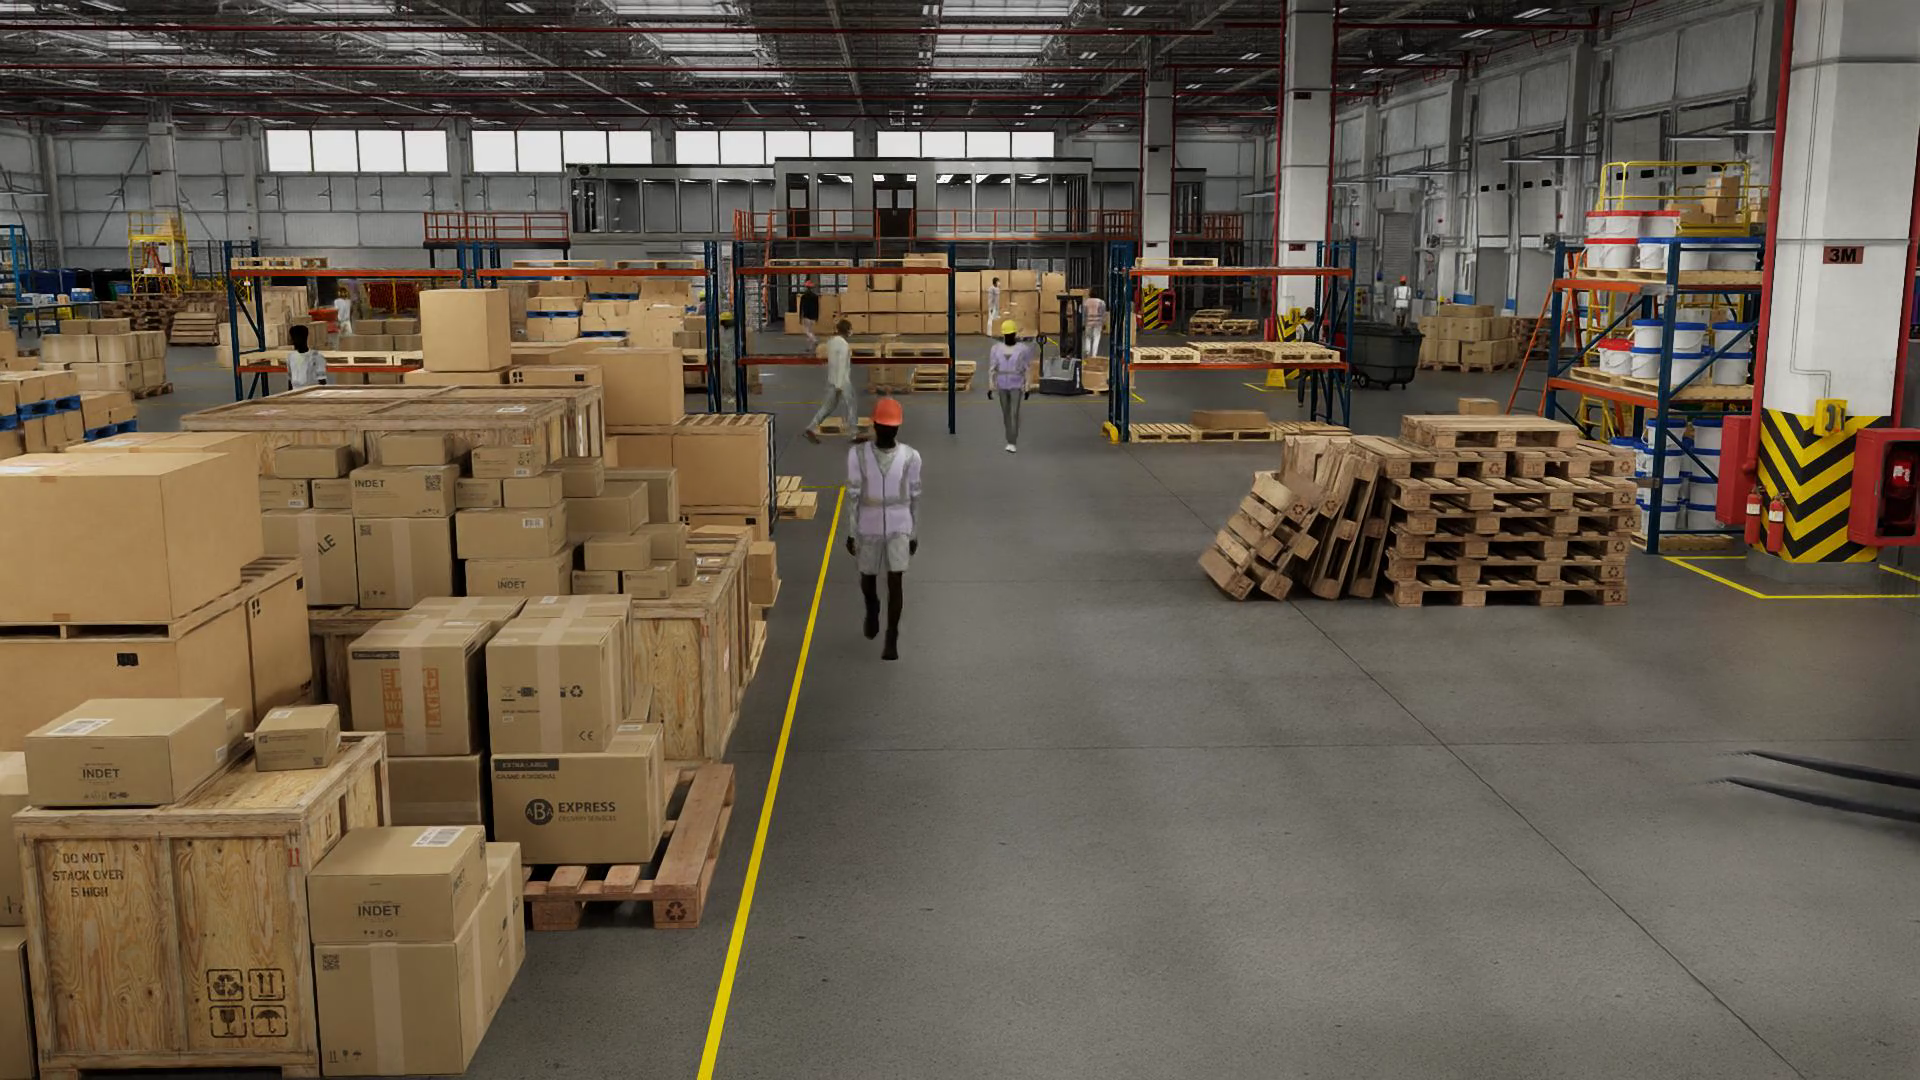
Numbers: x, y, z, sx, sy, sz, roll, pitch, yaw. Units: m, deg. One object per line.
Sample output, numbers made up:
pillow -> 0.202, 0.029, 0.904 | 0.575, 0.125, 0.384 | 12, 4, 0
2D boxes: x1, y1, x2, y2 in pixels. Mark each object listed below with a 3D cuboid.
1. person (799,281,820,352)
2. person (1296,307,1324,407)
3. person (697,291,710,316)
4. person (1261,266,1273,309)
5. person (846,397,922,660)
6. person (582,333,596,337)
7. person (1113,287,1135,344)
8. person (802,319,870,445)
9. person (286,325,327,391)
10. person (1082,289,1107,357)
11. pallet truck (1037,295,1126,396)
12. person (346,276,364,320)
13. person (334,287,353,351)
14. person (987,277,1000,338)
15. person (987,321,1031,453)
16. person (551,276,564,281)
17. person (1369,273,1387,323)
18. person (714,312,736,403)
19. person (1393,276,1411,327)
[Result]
person -> -4.090, -6.128, 45.651 | 0.681, 1.972, 0.627 | 9, 14, 42
person -> 6.406, -3.343, 30.486 | 0.514, 1.846, 0.336 | 4, 11, 20
person -> -6.717, -5.703, 43.930 | 0.567, 1.739, 0.540 | 4, 11, 20
person -> 13.888, -11.508, 75.676 | 0.639, 1.960, 0.855 | 0, 10, 2
person -> -0.558, -0.100, 12.202 | 0.567, 1.924, 0.551 | 0, 10, -3
person -> -4.617, -1.653, 20.934 | 0.659, 1.894, 0.627 | -9, 14, -42
person -> 4.150, -5.462, 42.206 | 0.608, 1.874, 0.977 | 2, 10, 14
person -> -1.872, -2.356, 24.860 | 0.972, 1.905, 0.627 | -5, 11, -25
person -> -8.624, -1.864, 21.963 | 0.607, 1.955, 0.376 | 3, 11, 18
person -> 3.476, -5.571, 42.980 | 0.631, 1.819, 0.713 | 2, 10, 11
pallet truck -> 2.483, -3.881, 33.060 | 1.885, 1.965, 0.823 | -7, 13, -36
person -> -21.987, -8.795, 60.411 | 0.620, 2.013, 0.921 | 4, 11, 19
person -> -16.446, -5.830, 44.437 | 0.996, 1.811, 0.547 | 9, 14, 41
person -> 1.071, -7.306, 52.341 | 0.372, 1.932, 0.628 | 4, 11, 22
person -> 0.689, -2.201, 23.995 | 0.590, 1.888, 0.907 | 3, 11, 17
person -> -17.447, -10.855, 72.265 | 0.595, 1.871, 0.543 | 0, 10, -2
person -> 14.868, -8.530, 59.167 | 0.611, 1.929, 0.463 | 1, 10, 3
person -> -4.410, -3.423, 31.259 | 0.520, 1.724, 0.594 | 7, 12, 34
person -> 14.509, -7.703, 54.573 | 0.558, 1.918, 0.553 | 2, 10, 12
